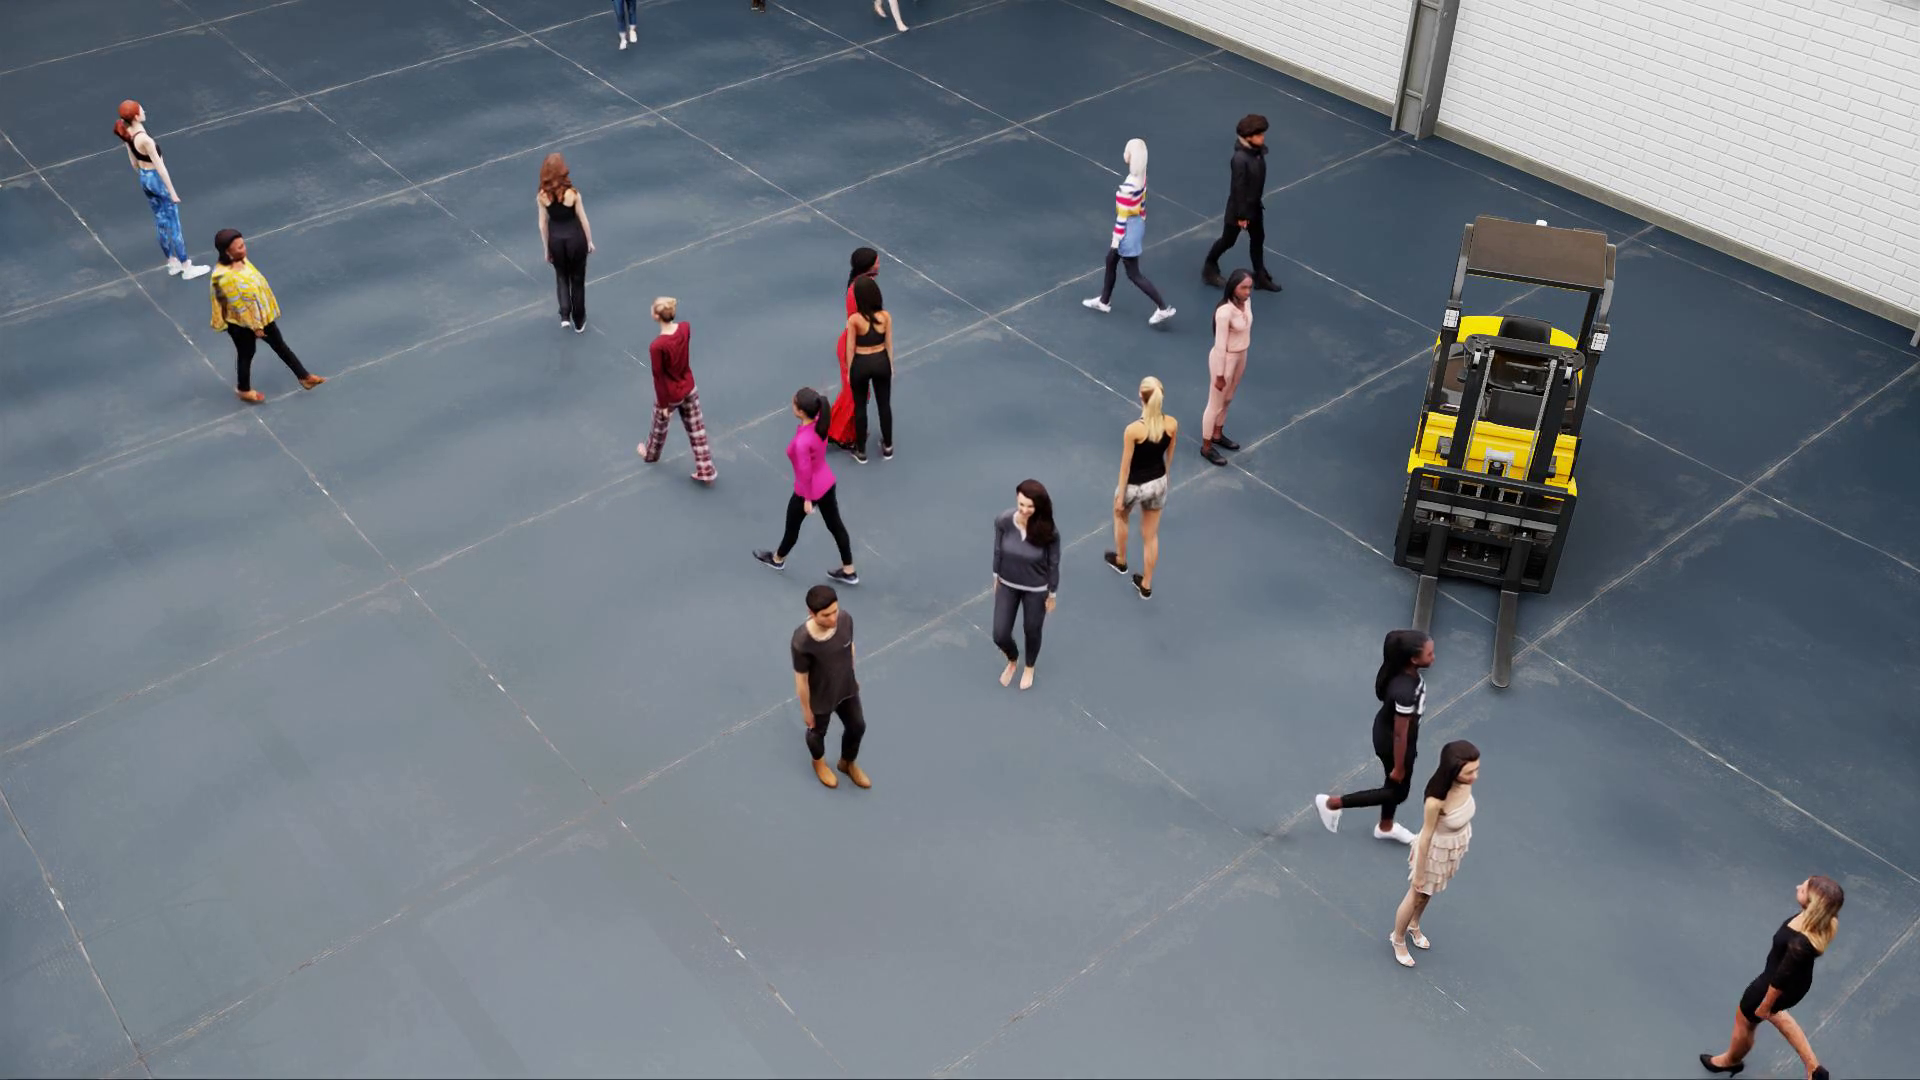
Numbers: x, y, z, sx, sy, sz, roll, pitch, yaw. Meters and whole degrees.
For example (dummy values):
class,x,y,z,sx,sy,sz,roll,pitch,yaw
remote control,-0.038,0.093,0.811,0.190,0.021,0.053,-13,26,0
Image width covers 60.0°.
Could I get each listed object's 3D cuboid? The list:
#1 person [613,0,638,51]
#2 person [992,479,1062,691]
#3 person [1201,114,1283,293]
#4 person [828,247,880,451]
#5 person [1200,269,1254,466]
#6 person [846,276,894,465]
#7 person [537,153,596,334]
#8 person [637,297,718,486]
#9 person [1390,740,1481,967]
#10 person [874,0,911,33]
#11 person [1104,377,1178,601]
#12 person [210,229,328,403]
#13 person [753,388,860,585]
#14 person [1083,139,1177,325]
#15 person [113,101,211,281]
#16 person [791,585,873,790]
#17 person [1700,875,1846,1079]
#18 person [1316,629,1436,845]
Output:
class,x,y,z,sx,sy,sz,roll,pitch,yaw
person,-4.116,-6.824,20.421,0.850,1.461,0.953,-3,39,-3
person,0.453,0.252,11.324,0.728,1.757,0.807,9,40,11
person,2.592,-3.148,15.588,1.080,1.748,0.808,23,44,26
person,-0.888,-1.548,13.585,0.939,1.758,0.913,19,42,22
person,2.158,-1.423,13.450,0.617,1.720,0.666,24,44,27
person,-0.723,-1.369,13.450,0.612,1.637,0.632,-13,40,-15
person,-3.539,-2.602,14.917,0.769,1.733,0.835,-1,39,-1
person,-2.184,-1.154,13.159,1.064,1.664,0.747,28,46,30
person,2.700,1.769,9.442,0.541,1.735,0.601,32,48,33
person,-0.924,-7.275,20.848,0.672,1.644,1.158,-24,44,-27
person,1.363,-0.334,12.004,0.790,1.825,0.904,-12,40,-14
person,-6.106,-1.854,14.071,1.116,1.620,1.079,1,39,1
person,-0.977,-0.344,12.152,1.145,1.665,0.932,13,41,16
person,1.623,-2.755,15.075,1.237,1.773,1.023,13,40,15
person,-7.613,-3.325,15.788,0.622,1.785,0.707,21,43,24
person,-0.882,0.886,10.576,0.636,1.699,0.650,-26,45,-29
person,4.375,2.396,8.716,0.878,1.660,0.599,31,48,33
person,2.572,1.226,10.134,1.016,1.719,0.903,9,40,11
